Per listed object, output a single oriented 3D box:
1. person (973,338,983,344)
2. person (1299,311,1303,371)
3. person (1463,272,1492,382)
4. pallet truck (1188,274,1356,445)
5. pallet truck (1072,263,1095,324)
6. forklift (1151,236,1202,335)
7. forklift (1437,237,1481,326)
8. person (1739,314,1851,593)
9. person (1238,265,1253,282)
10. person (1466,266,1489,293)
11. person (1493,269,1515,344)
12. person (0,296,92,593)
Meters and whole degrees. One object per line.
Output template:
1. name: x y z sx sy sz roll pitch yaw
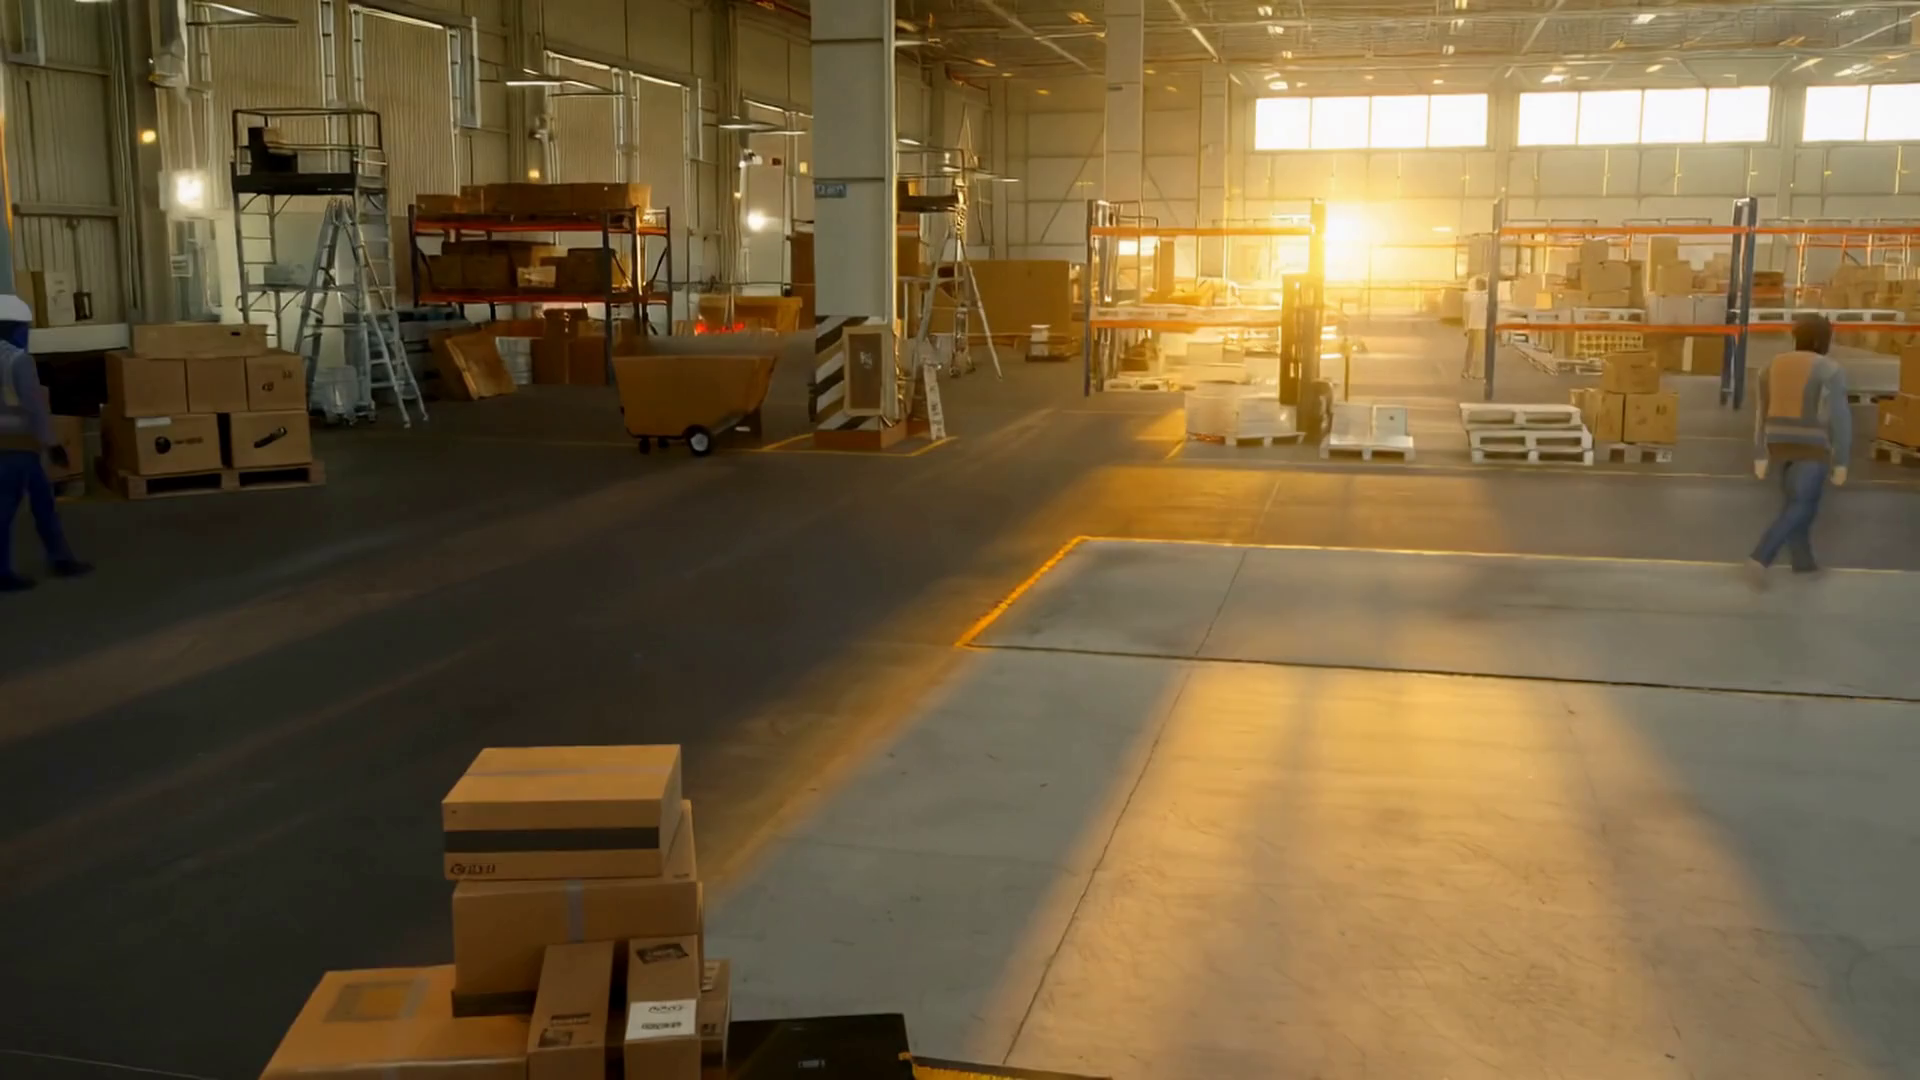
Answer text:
1. person: 0.407 -5.769 41.951 0.544 1.658 0.825 4 10 23
2. person: 6.741 -4.104 31.951 0.484 1.736 0.347 -8 13 -41
3. person: 9.082 -3.720 29.139 0.380 1.917 0.586 -7 12 -35
4. pallet truck: 3.653 -2.138 19.590 1.885 1.965 0.823 -4 10 -20
5. pallet truck: 4.325 -8.180 55.162 0.823 1.965 1.885 6 11 31
6. forklift: 5.866 -7.214 46.878 1.873 2.768 1.129 2 10 14
7. forklift: 16.111 -8.150 52.391 1.873 2.768 1.129 1 10 8
8. person: 5.433 -0.556 10.830 0.853 1.820 0.637 -4 10 -22
9. person: 10.463 -9.108 60.850 0.717 1.924 0.639 -9 13 -42
10. person: 15.424 -7.200 49.624 0.639 1.926 0.441 4 10 21
11. person: 13.723 -5.892 42.048 0.550 1.891 1.011 2 10 13
12. person: -6.100 -0.631 10.943 0.622 1.909 0.857 9 13 43
